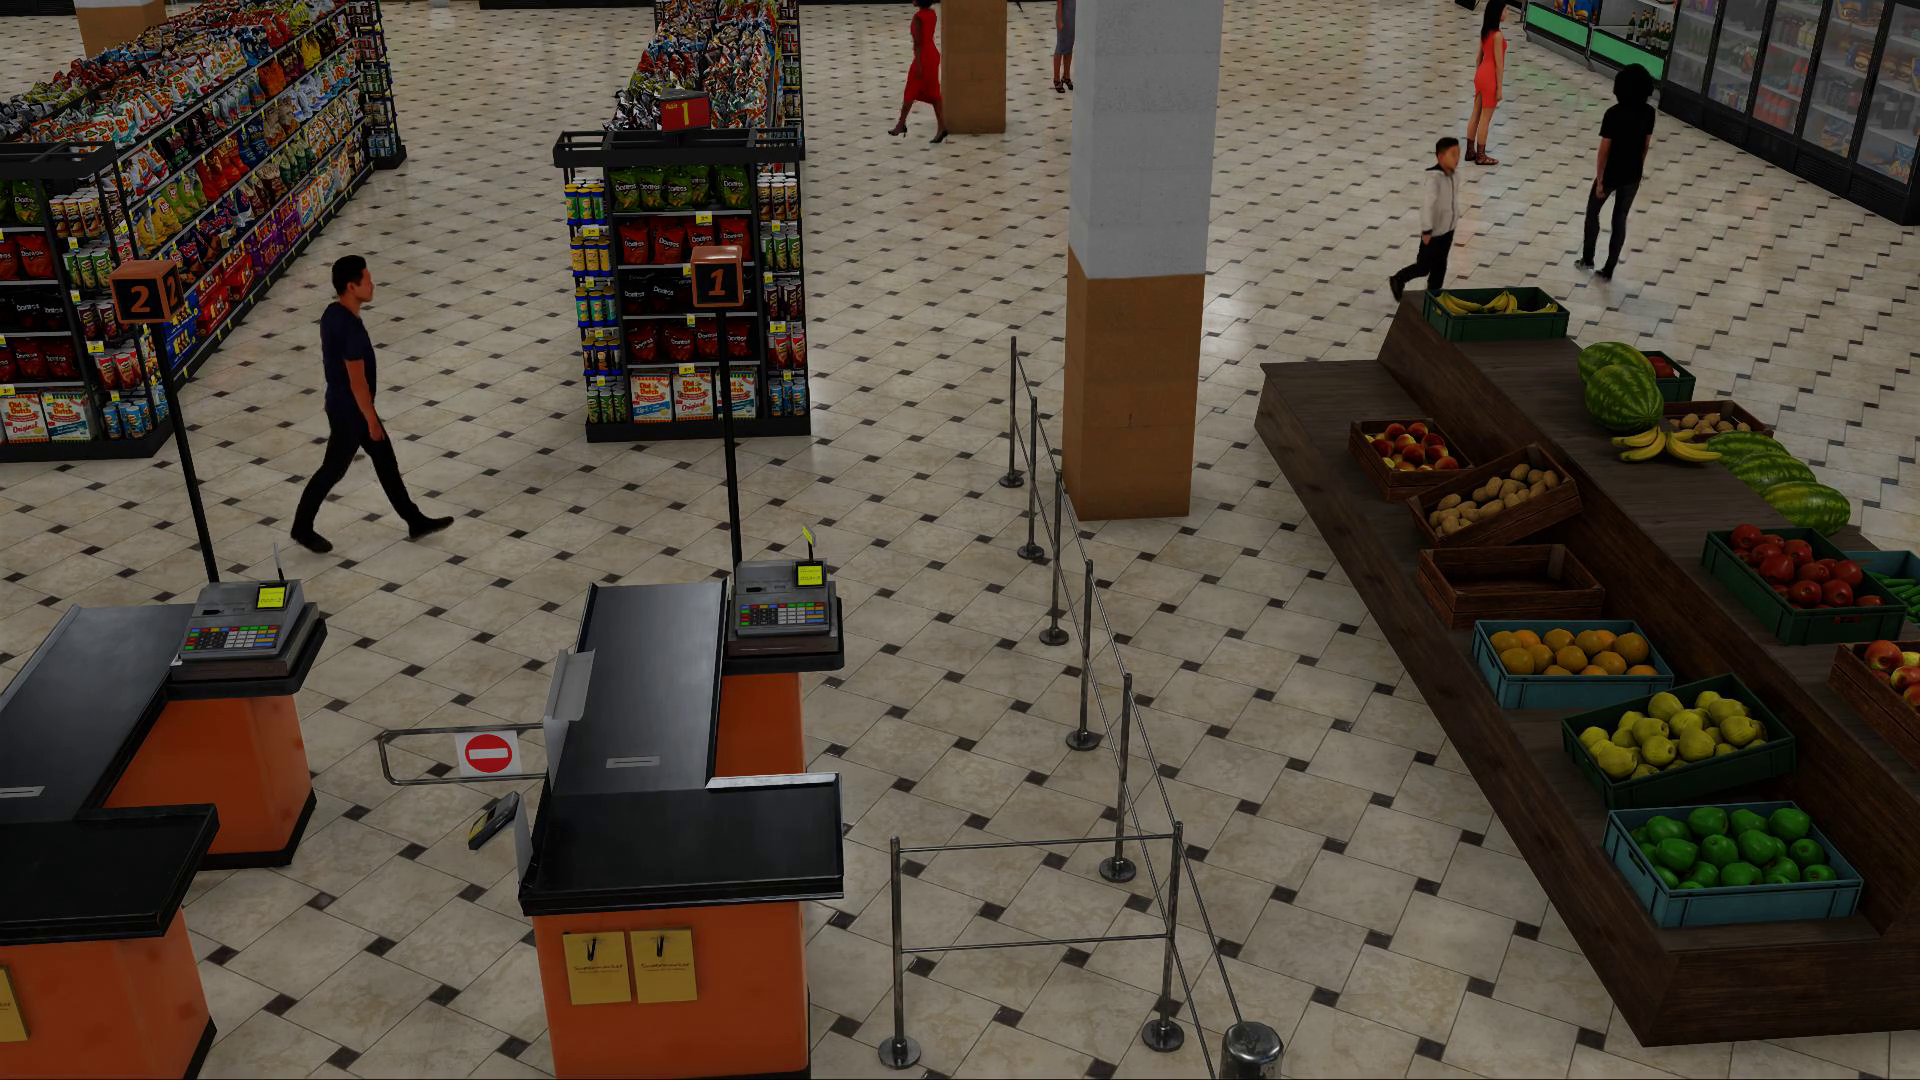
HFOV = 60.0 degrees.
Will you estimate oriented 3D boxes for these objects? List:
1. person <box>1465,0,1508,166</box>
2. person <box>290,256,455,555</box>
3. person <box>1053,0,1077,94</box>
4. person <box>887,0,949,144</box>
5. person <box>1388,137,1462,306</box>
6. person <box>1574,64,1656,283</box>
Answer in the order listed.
[{"bbox_3d":[5.646,-4.900,17.795,0.678,1.719,0.514,-6,28,-13],"label":"person"},{"bbox_3d":[-3.581,-0.726,9.545,0.894,1.737,1.158,-7,28,-14],"label":"person"},{"bbox_3d":[1.354,-6.609,21.098,0.712,1.781,0.659,22,34,37],"label":"person"},{"bbox_3d":[-0.297,-5.270,18.532,0.978,1.714,1.012,12,29,23],"label":"person"},{"bbox_3d":[3.795,-2.516,13.441,0.844,1.407,0.931,-23,35,-38],"label":"person"},{"bbox_3d":[5.620,-3.082,14.101,0.695,1.818,0.775,1,27,1],"label":"person"}]
